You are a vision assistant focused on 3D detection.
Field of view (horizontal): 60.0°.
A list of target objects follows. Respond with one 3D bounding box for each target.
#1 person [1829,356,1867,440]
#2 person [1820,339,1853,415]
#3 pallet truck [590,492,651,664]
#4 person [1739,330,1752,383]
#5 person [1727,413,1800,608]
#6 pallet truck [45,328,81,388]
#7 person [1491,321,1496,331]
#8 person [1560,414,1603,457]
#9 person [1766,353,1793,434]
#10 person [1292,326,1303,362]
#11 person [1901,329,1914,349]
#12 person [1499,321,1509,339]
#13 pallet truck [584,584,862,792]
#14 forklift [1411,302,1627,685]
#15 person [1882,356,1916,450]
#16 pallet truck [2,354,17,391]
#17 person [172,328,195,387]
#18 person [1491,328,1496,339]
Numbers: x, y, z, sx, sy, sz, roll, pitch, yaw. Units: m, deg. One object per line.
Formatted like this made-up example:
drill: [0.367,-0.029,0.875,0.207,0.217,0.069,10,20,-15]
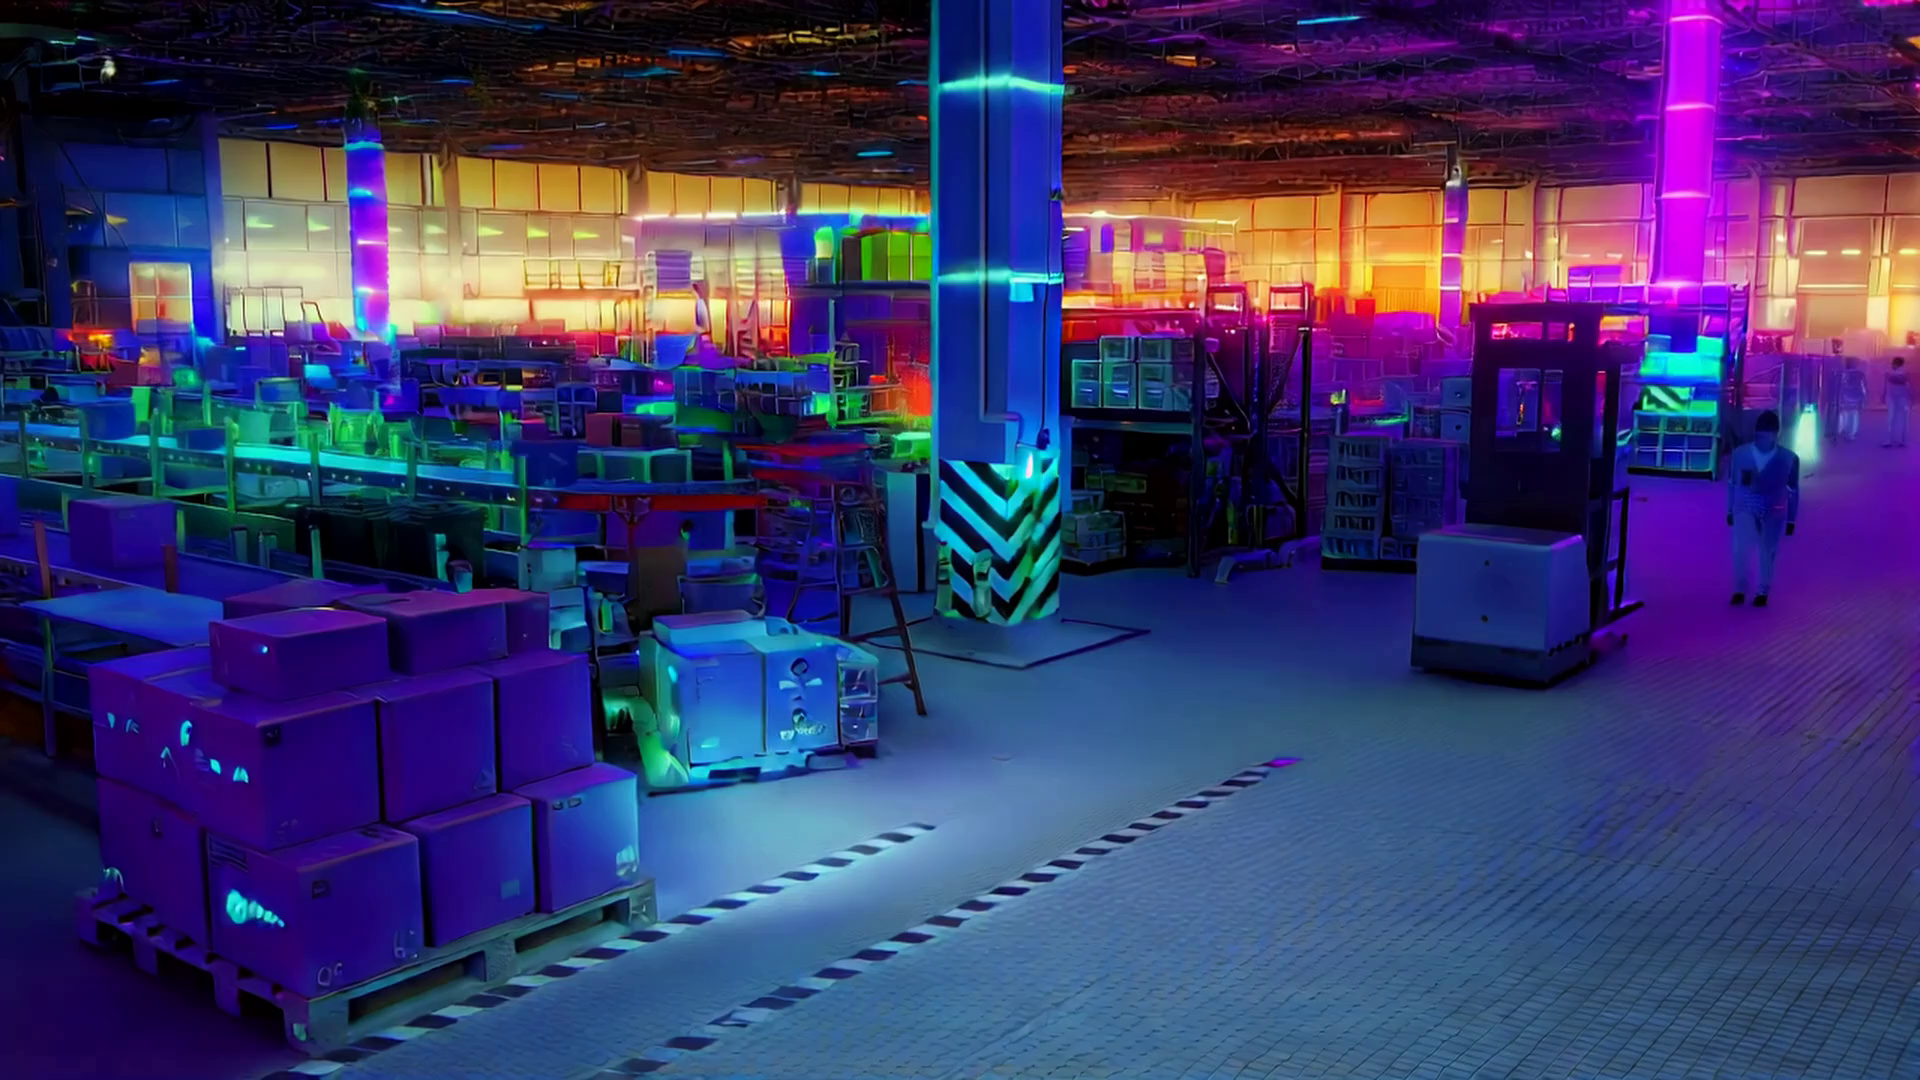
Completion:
person: [17.705,-2.833,33.080,0.551,1.648,0.841,0,8,2]
person: [20.844,-3.855,39.412,0.923,1.837,0.539,3,9,18]
pallet truck: [-3.115,0.344,12.883,0.653,1.274,1.630,7,11,37]
person: [25.294,-5.927,53.666,0.306,1.745,0.483,-2,9,-14]
person: [7.311,-0.255,15.193,0.617,1.806,0.700,6,10,36]
pallet truck: [-23.775,-4.544,43.495,1.885,1.965,0.823,6,10,35]
person: [25.507,-9.882,80.147,0.730,1.807,0.680,8,12,44]
person: [8.245,-1.153,22.007,0.856,1.590,0.506,-6,10,-33]
person: [16.884,-3.028,34.385,0.563,1.670,0.652,-1,8,-5]
person: [10.648,-5.794,52.198,0.485,1.923,0.545,4,9,26]
person: [28.225,-5.390,49.767,0.558,1.819,0.710,-4,9,-27]
person: [18.920,-6.665,57.989,0.364,1.939,0.542,5,10,31]
pallet truck: [-1.426,0.805,10.019,1.601,1.201,0.680,-4,9,-26]
forklift: [4.379,-0.438,12.852,1.129,2.768,1.873,7,11,37]
person: [17.340,-2.513,30.689,0.635,1.730,0.554,-8,11,-42]
pallet truck: [-24.881,-4.417,42.634,1.885,1.965,0.823,8,11,41]
person: [-21.963,-5.088,47.149,0.609,2.011,0.957,-2,9,-12]
person: [13.781,-4.546,43.511,0.386,1.992,0.624,1,9,9]
